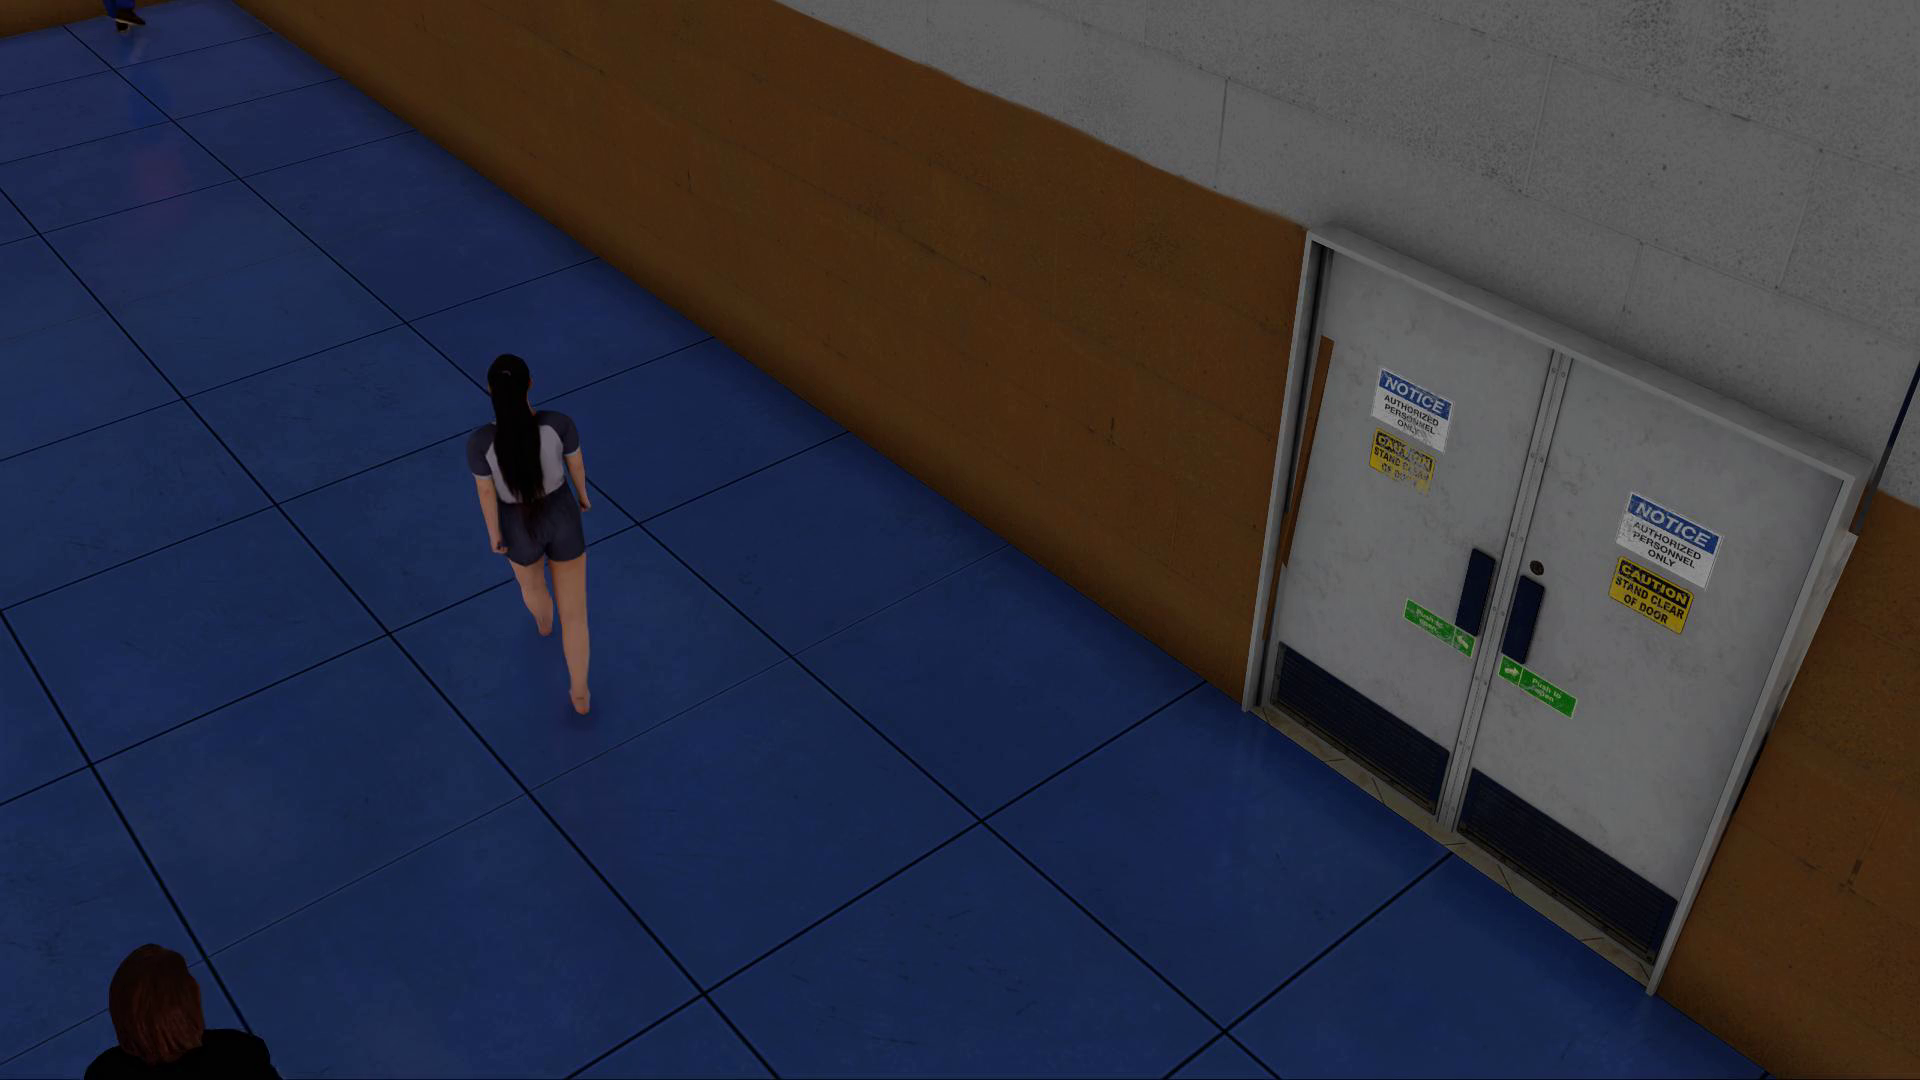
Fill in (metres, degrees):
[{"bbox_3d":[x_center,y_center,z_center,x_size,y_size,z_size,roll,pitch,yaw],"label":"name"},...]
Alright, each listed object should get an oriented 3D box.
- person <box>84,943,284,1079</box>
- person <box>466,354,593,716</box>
[{"bbox_3d":[-1.985,1.790,4.470,0.810,1.685,0.839,-6,37,-8],"label":"person"},{"bbox_3d":[-1.716,0.018,6.916,1.093,1.600,0.954,-10,38,-13],"label":"person"}]
